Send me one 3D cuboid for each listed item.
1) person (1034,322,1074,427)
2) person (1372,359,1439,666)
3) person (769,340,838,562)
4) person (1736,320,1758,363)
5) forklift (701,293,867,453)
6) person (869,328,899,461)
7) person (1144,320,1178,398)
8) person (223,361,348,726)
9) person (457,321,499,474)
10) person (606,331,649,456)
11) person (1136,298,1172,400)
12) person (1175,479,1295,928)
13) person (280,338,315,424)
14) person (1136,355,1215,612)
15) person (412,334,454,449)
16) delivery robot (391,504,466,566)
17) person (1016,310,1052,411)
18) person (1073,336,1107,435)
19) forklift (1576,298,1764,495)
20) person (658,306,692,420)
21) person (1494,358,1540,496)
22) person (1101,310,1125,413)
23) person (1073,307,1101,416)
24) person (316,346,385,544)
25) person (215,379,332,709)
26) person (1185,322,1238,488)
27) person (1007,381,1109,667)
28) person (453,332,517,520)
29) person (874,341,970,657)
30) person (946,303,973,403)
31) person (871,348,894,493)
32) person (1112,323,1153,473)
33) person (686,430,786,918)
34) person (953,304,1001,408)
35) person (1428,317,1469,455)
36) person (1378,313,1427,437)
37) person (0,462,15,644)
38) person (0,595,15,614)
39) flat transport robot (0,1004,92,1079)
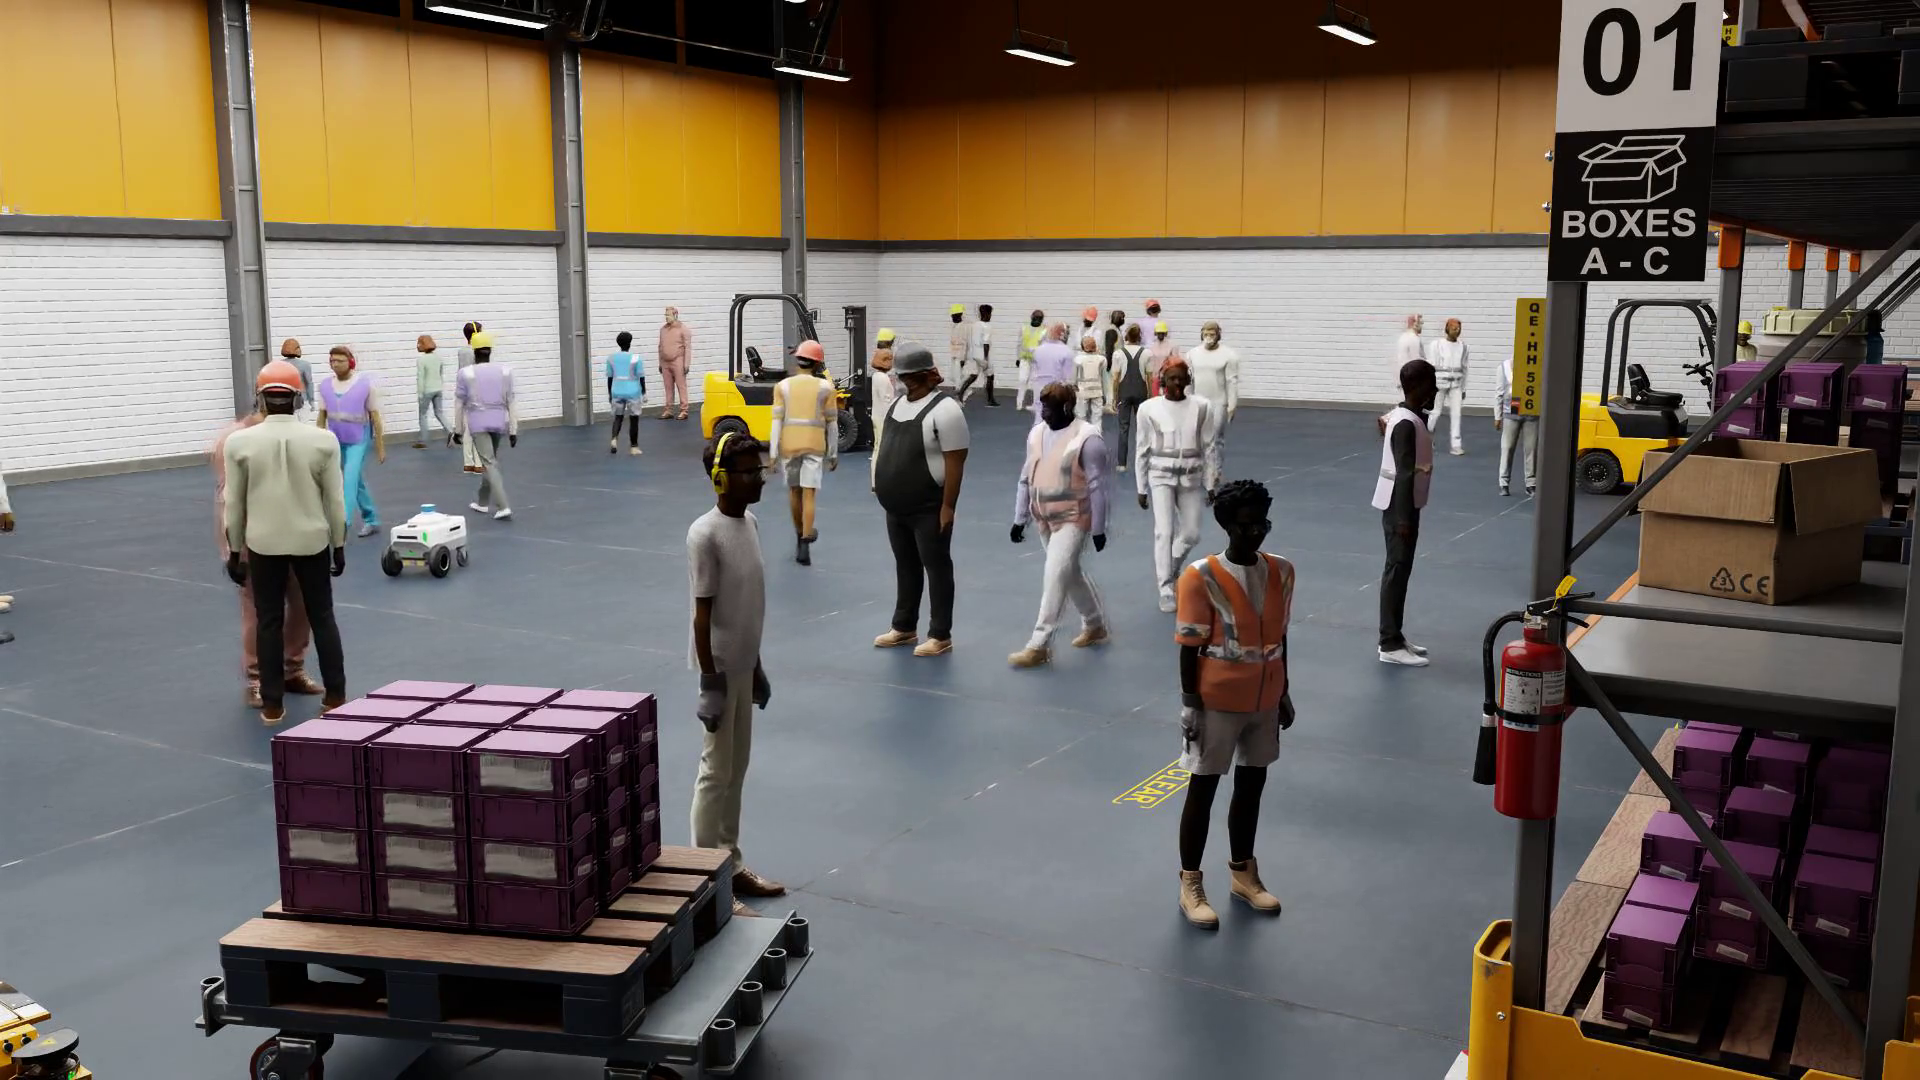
[{"bbox_3d":[1.217,-1.793,20.813,0.628,1.839,1.010,7,11,37],"label":"person"},{"bbox_3d":[2.817,-0.182,10.539,0.399,1.920,0.589,3,10,17],"label":"person"},{"bbox_3d":[-1.351,-0.776,14.363,0.582,1.871,1.018,1,9,4],"label":"person"},{"bbox_3d":[10.492,-2.042,22.428,0.591,1.829,0.404,-2,9,-14],"label":"person"},{"bbox_3d":[-2.458,-2.344,23.176,2.313,2.155,1.214,0,9,-2],"label":"forklift"},{"bbox_3d":[-0.892,-1.909,21.817,0.578,1.750,0.538,-1,9,-8],"label":"person"},{"bbox_3d":[3.082,-2.490,25.458,0.531,1.749,0.572,2,9,13],"label":"person"},{"bbox_3d":[-3.687,0.015,9.115,0.625,1.982,0.406,-4,10,-26],"label":"person"},{"bbox_3d":[-5.953,-1.744,20.441,0.532,1.870,0.319,8,12,42],"label":"person"},{"bbox_3d":[-4.459,-1.959,22.333,0.551,1.694,0.401,2,9,12],"label":"person"},{"bbox_3d":[3.425,-3.241,29.325,0.641,2.012,0.616,3,10,20],"label":"person"},{"bbox_3d":[1.045,0.609,6.292,0.540,1.695,0.317,-5,10,-28],"label":"person"},{"bbox_3d":[-8.470,-1.744,21.172,0.498,1.634,0.282,-1,9,-4],"label":"person"},{"bbox_3d":[1.566,-0.426,12.218,0.592,1.865,0.585,-1,9,-6],"label":"person"},{"bbox_3d":[-7.388,-2.069,23.252,0.627,1.614,0.525,5,11,30],"label":"person"},{"bbox_3d":[-4.354,-0.051,13.643,0.477,0.478,0.707,2,8,11],"label":"delivery robot"},{"bbox_3d":[1.307,-3.202,29.767,0.661,1.824,0.454,3,10,20],"label":"person"},{"bbox_3d":[1.706,-1.891,22.110,0.516,1.634,0.312,-1,9,-8],"label":"person"},{"bbox_3d":[7.954,-1.589,18.462,2.313,2.155,1.214,5,11,30],"label":"forklift"},{"bbox_3d":[-4.823,-2.966,27.954,0.651,1.906,0.403,5,10,29],"label":"person"},{"bbox_3d":[6.197,-1.386,18.350,0.590,1.823,0.403,2,9,11],"label":"person"},{"bbox_3d":[2.693,-3.111,29.112,0.449,1.822,0.627,1,9,6],"label":"person"},{"bbox_3d":[2.116,-3.004,28.275,0.366,1.889,0.673,-8,12,-39],"label":"person"},{"bbox_3d":[-5.615,-0.868,15.186,0.588,1.791,0.989,2,9,15],"label":"person"},{"bbox_3d":[-3.918,0.002,9.526,0.402,1.894,0.701,5,10,29],"label":"person"},{"bbox_3d":[2.808,-1.510,18.862,0.654,1.901,0.901,4,10,25],"label":"person"},{"bbox_3d":[0.666,-0.128,10.644,0.985,1.792,0.627,-7,12,-38],"label":"person"},{"bbox_3d":[-4.761,-1.149,16.739,0.581,1.877,1.004,-8,12,-42],"label":"person"},{"bbox_3d":[-0.290,-0.272,10.720,0.536,2.000,0.682,-8,12,-40],"label":"person"},{"bbox_3d":[-0.013,-3.435,30.858,0.466,1.910,0.614,-3,10,-20],"label":"person"},{"bbox_3d":[-0.845,-1.303,18.420,0.272,1.632,0.508,-2,9,-15],"label":"person"},{"bbox_3d":[2.126,-1.744,20.514,0.507,1.846,0.345,0,9,2],"label":"person"},{"bbox_3d":[-0.863,0.510,6.367,0.332,1.872,0.514,2,9,14],"label":"person"},{"bbox_3d":[0.325,-3.348,30.350,0.952,1.918,0.632,-6,11,-34],"label":"person"},{"bbox_3d":[6.664,-2.108,22.739,0.600,1.862,0.760,-1,9,-5],"label":"person"},{"bbox_3d":[6.569,-2.390,24.461,0.763,1.882,0.647,0,9,1],"label":"person"},{"bbox_3d":[-6.471,-0.245,10.936,0.562,1.925,0.409,6,11,31],"label":"person"},{"bbox_3d":[-7.129,-0.481,12.046,0.390,2.035,0.605,-4,10,-21],"label":"person"},{"bbox_3d":[-3.301,1.514,5.078,1.431,0.197,0.652,7,12,39],"label":"flat transport robot"}]
